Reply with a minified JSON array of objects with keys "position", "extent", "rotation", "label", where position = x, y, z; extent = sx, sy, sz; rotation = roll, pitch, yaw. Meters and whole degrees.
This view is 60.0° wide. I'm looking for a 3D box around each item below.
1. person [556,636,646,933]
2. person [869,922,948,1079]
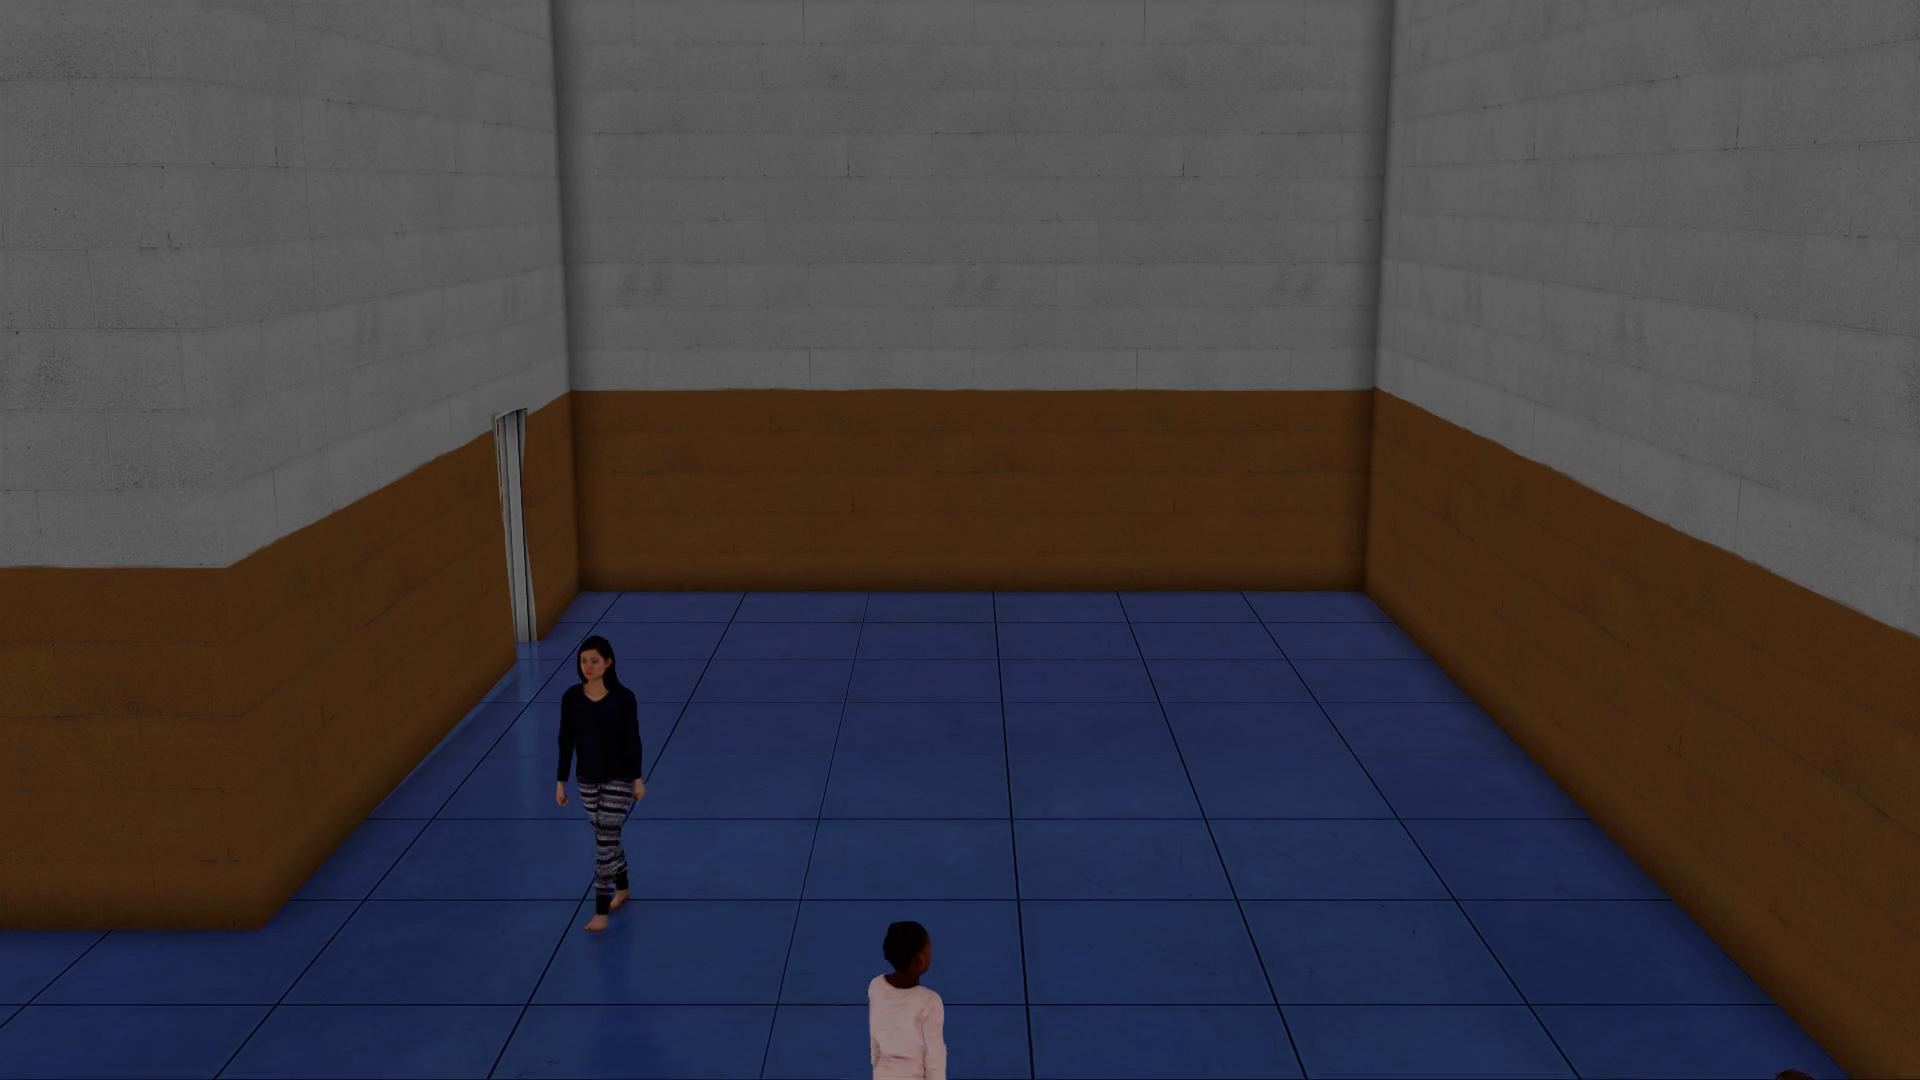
[{"position":[-2.077,1.383,9.869],"extent":[0.879,1.712,0.812],"rotation":[3,12,13],"label":"person"},{"position":[-0.242,2.205,6.634],"extent":[0.822,1.436,0.844],"rotation":[8,15,35],"label":"person"}]
